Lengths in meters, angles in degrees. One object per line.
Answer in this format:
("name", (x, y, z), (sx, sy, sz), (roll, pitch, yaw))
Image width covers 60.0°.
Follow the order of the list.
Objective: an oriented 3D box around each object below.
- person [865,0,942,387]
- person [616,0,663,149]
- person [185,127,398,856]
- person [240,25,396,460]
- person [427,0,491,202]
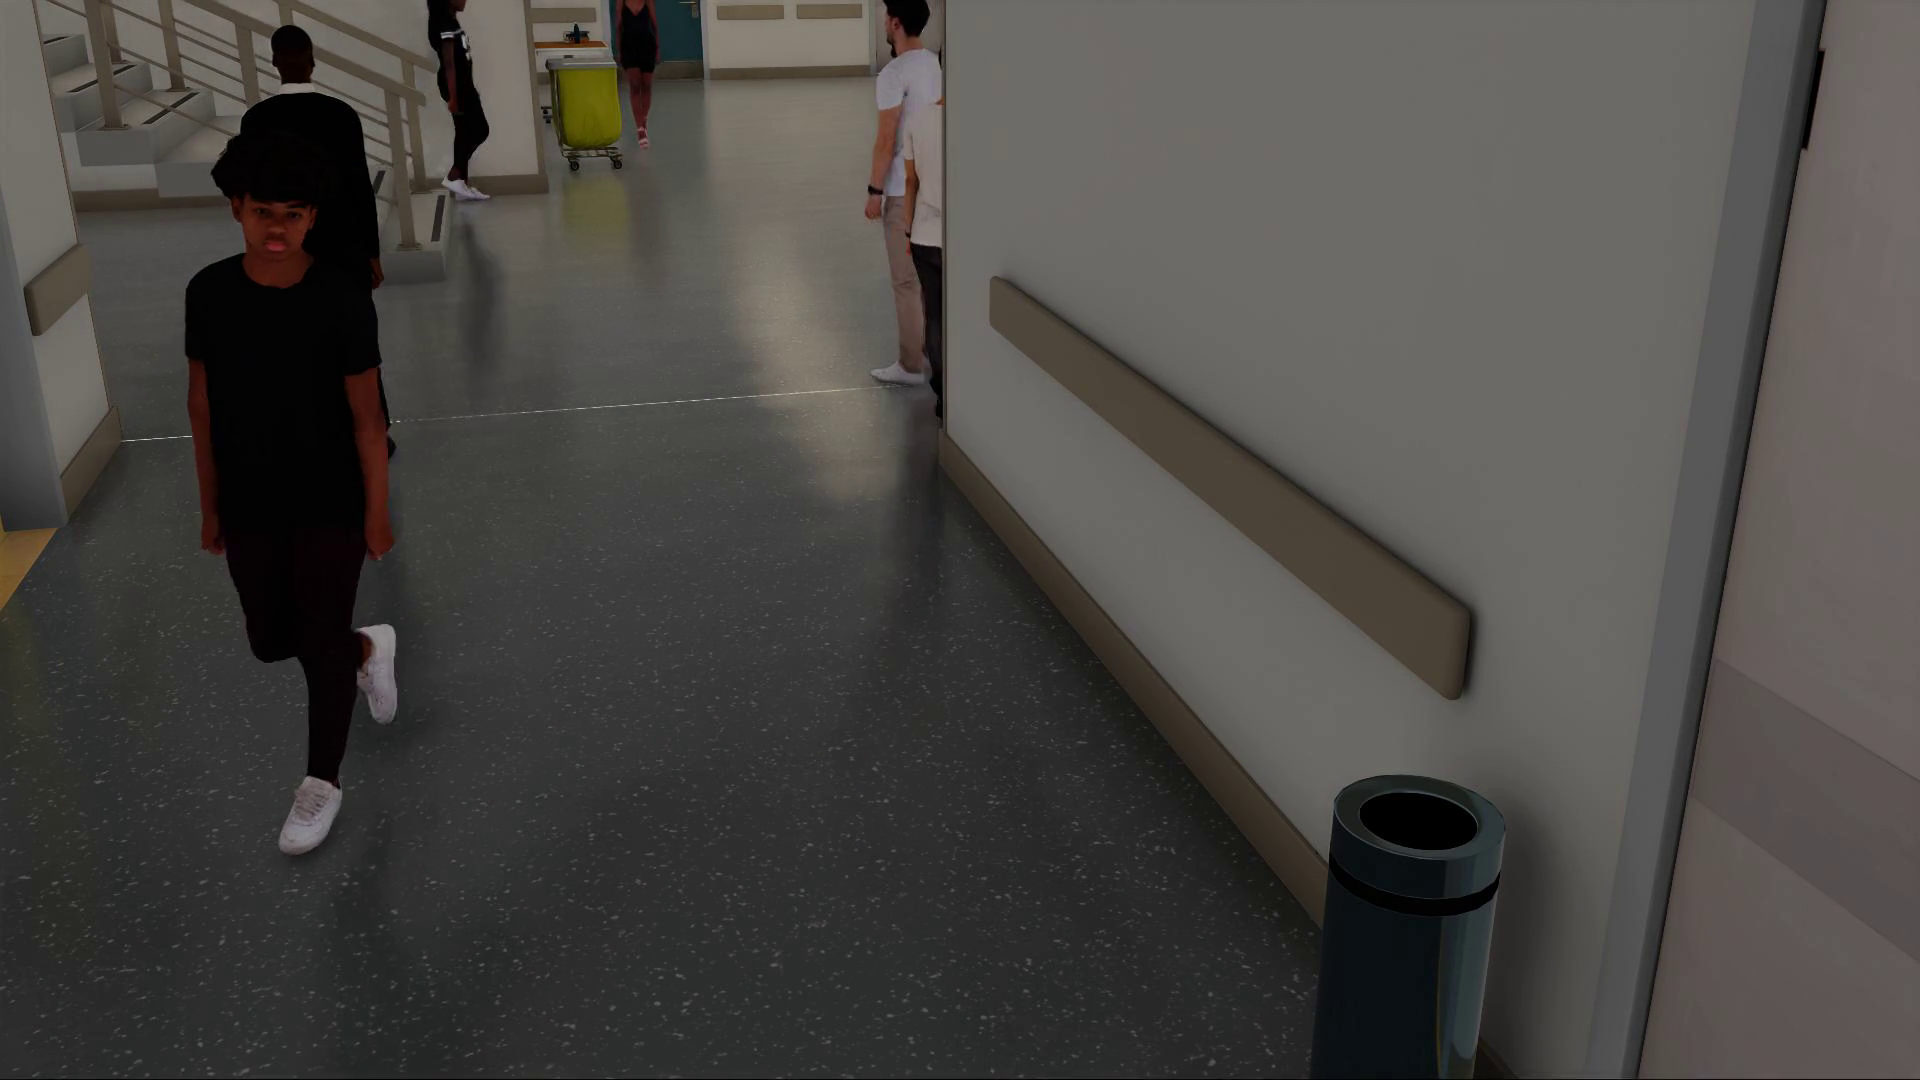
("person", (-0.194, -1.689, 8.085), (0.873, 1.885, 0.809), (11, 23, 26))
("person", (-3.185, -4.788, 16.460), (1.017, 1.749, 0.662), (-7, 22, -17))
("person", (-1.641, -0.140, 4.182), (1.018, 1.753, 0.925), (2, 21, 6))
("person", (-2.637, -1.191, 6.877), (0.533, 1.809, 0.726), (-9, 23, -22))
("person", (-4.084, -3.564, 13.263), (0.620, 1.724, 0.608), (-6, 21, -15))
